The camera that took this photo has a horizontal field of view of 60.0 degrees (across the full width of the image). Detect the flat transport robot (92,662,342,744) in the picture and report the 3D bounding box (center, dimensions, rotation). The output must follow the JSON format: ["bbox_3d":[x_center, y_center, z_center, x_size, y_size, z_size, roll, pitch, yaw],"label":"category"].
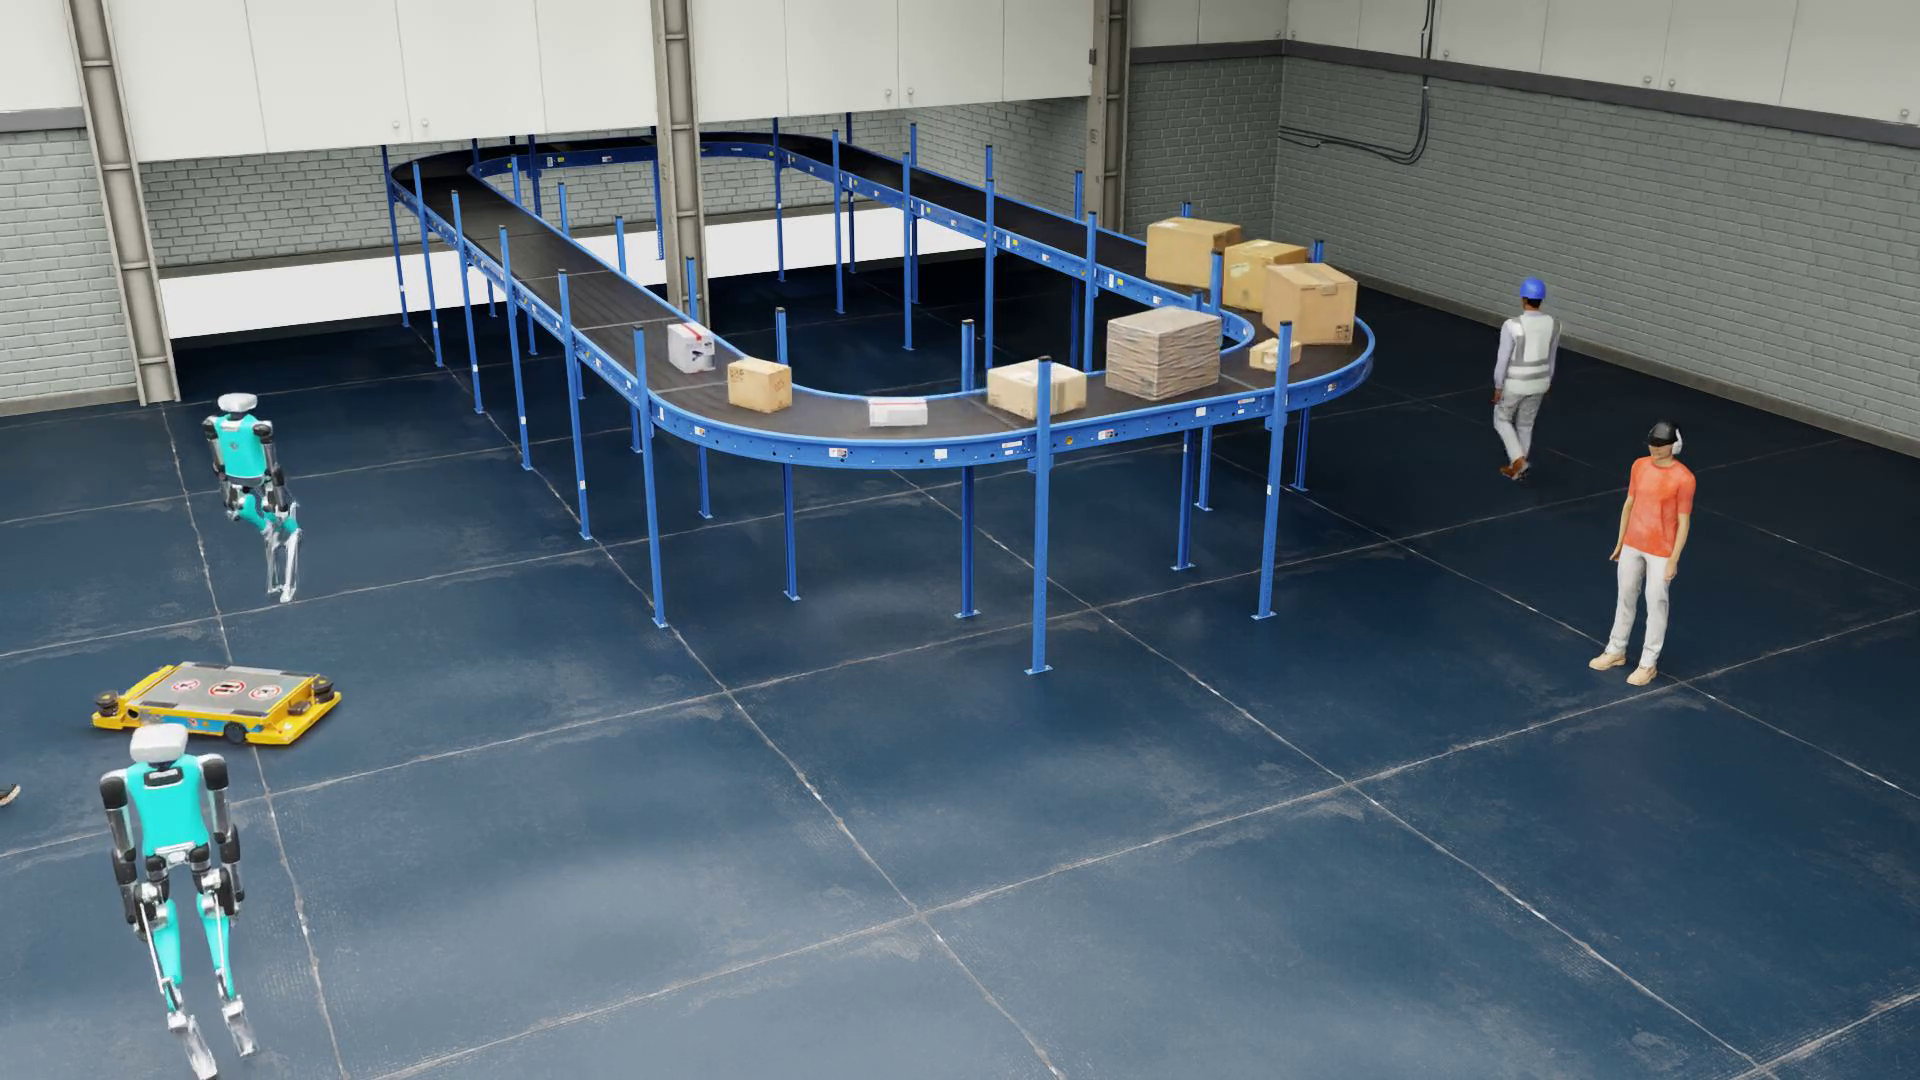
[{"bbox_3d":[-4.987,1.093,11.175,1.431,0.231,0.659,4,22,10],"label":"flat transport robot"}]

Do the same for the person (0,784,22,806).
[{"bbox_3d":[-6.183,0.855,9.574,0.975,1.922,0.610,-6,23,-14],"label":"person"}]

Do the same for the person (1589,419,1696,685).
[{"bbox_3d":[4.737,0.078,11.496,0.401,1.910,0.480,-15,26,-32],"label":"person"}]

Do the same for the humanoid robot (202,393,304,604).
[{"bbox_3d":[-5.300,-0.305,12.756,0.555,1.843,0.794,3,22,7],"label":"humanoid robot"}]

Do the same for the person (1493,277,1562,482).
[{"bbox_3d":[5.166,-1.423,15.188,0.612,1.934,0.570,-5,22,-11],"label":"person"}]

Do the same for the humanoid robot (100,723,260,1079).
[{"bbox_3d":[-3.524,1.761,7.604,0.547,1.819,0.667,-10,24,-23],"label":"humanoid robot"}]
